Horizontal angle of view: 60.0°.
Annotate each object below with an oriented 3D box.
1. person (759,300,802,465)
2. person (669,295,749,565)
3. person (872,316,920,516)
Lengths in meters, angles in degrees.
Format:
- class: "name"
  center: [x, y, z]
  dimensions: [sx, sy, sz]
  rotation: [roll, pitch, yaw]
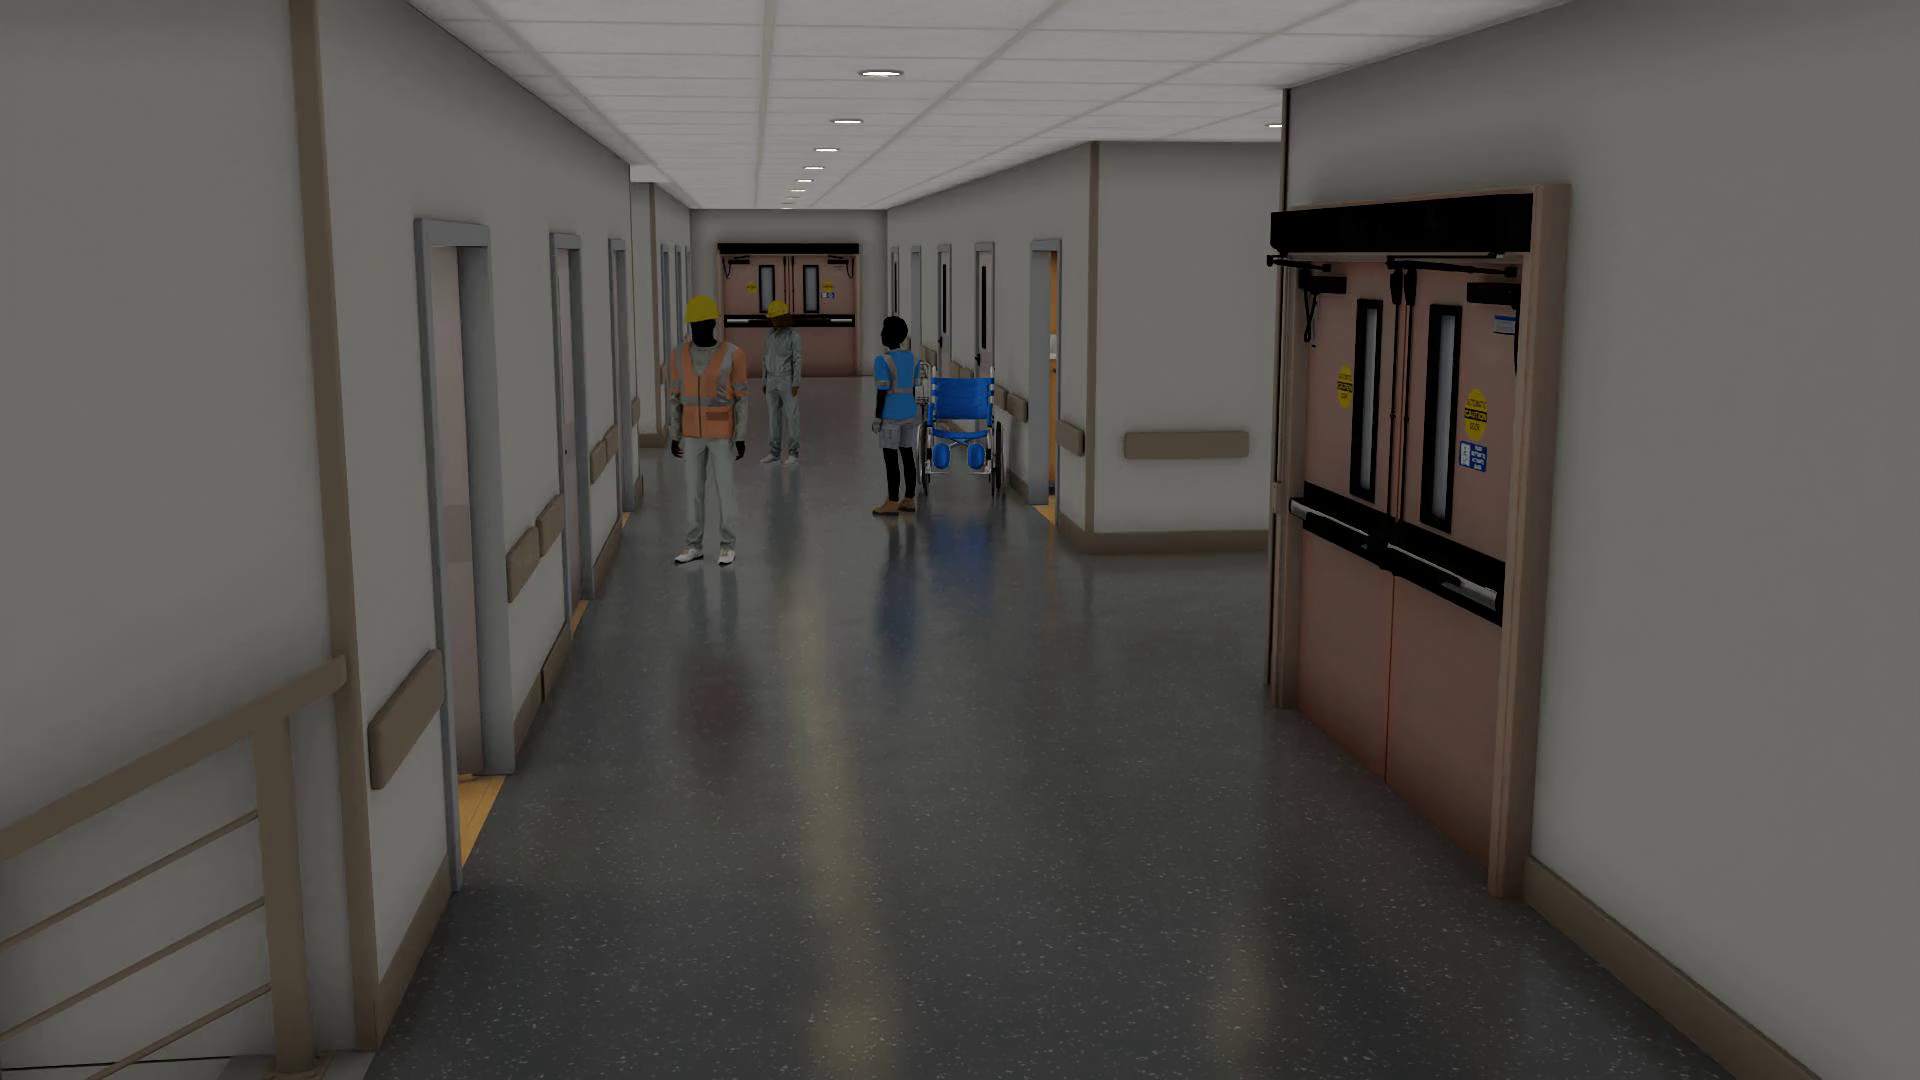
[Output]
- class: "person"
  center: [-1.902, -1.657, 17.576]
  dimensions: [0.484, 1.735, 0.311]
  rotation: [6, 11, 31]
- class: "person"
  center: [-1.807, -0.779, 11.903]
  dimensions: [0.590, 1.926, 0.388]
  rotation: [3, 10, 14]
- class: "person"
  center: [-0.552, -1.056, 14.174]
  dimensions: [0.318, 1.700, 0.536]
  rotation: [7, 12, 35]
